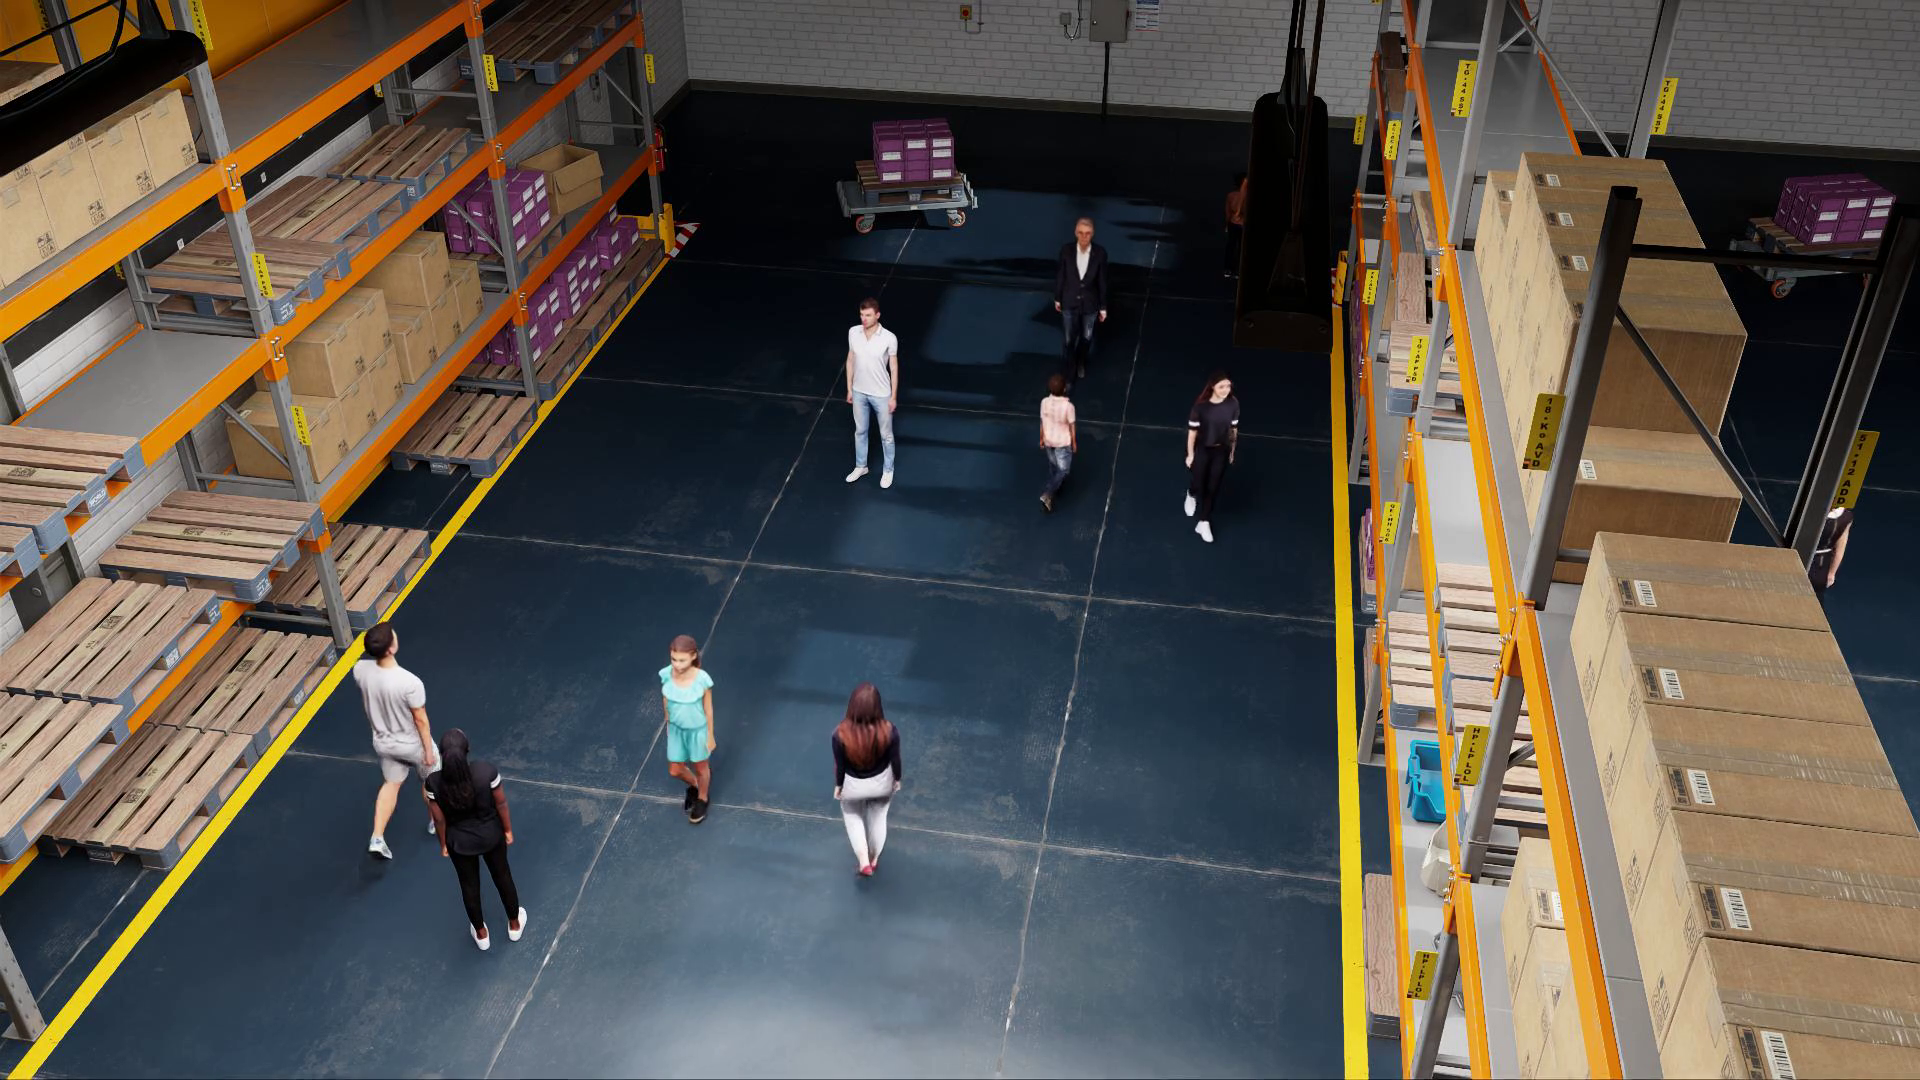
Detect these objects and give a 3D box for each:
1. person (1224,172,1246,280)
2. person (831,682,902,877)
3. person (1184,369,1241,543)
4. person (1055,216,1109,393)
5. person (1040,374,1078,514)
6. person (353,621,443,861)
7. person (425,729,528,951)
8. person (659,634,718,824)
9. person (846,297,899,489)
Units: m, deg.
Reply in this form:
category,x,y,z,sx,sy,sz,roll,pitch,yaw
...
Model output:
category,x,y,z,sx,sy,sz,roll,pitch,yaw
person,3.195,-3.608,19.037,0.574,1.253,0.559,17,37,23
person,-0.608,1.626,10.851,0.701,1.598,0.767,-4,34,-6
person,2.147,-0.793,14.460,0.777,1.631,0.893,-7,34,-10
person,1.229,-2.458,16.817,0.735,1.794,1.036,3,34,5
person,0.848,-0.865,14.873,0.688,1.293,0.892,18,38,25
person,-3.768,1.365,11.031,0.773,1.834,1.085,11,35,15
person,-3.024,1.857,10.385,0.707,1.729,0.727,-10,35,-15
person,-1.829,1.248,11.459,0.574,1.554,0.582,9,35,13
person,-0.792,-1.355,15.106,0.681,1.851,0.598,12,35,17
